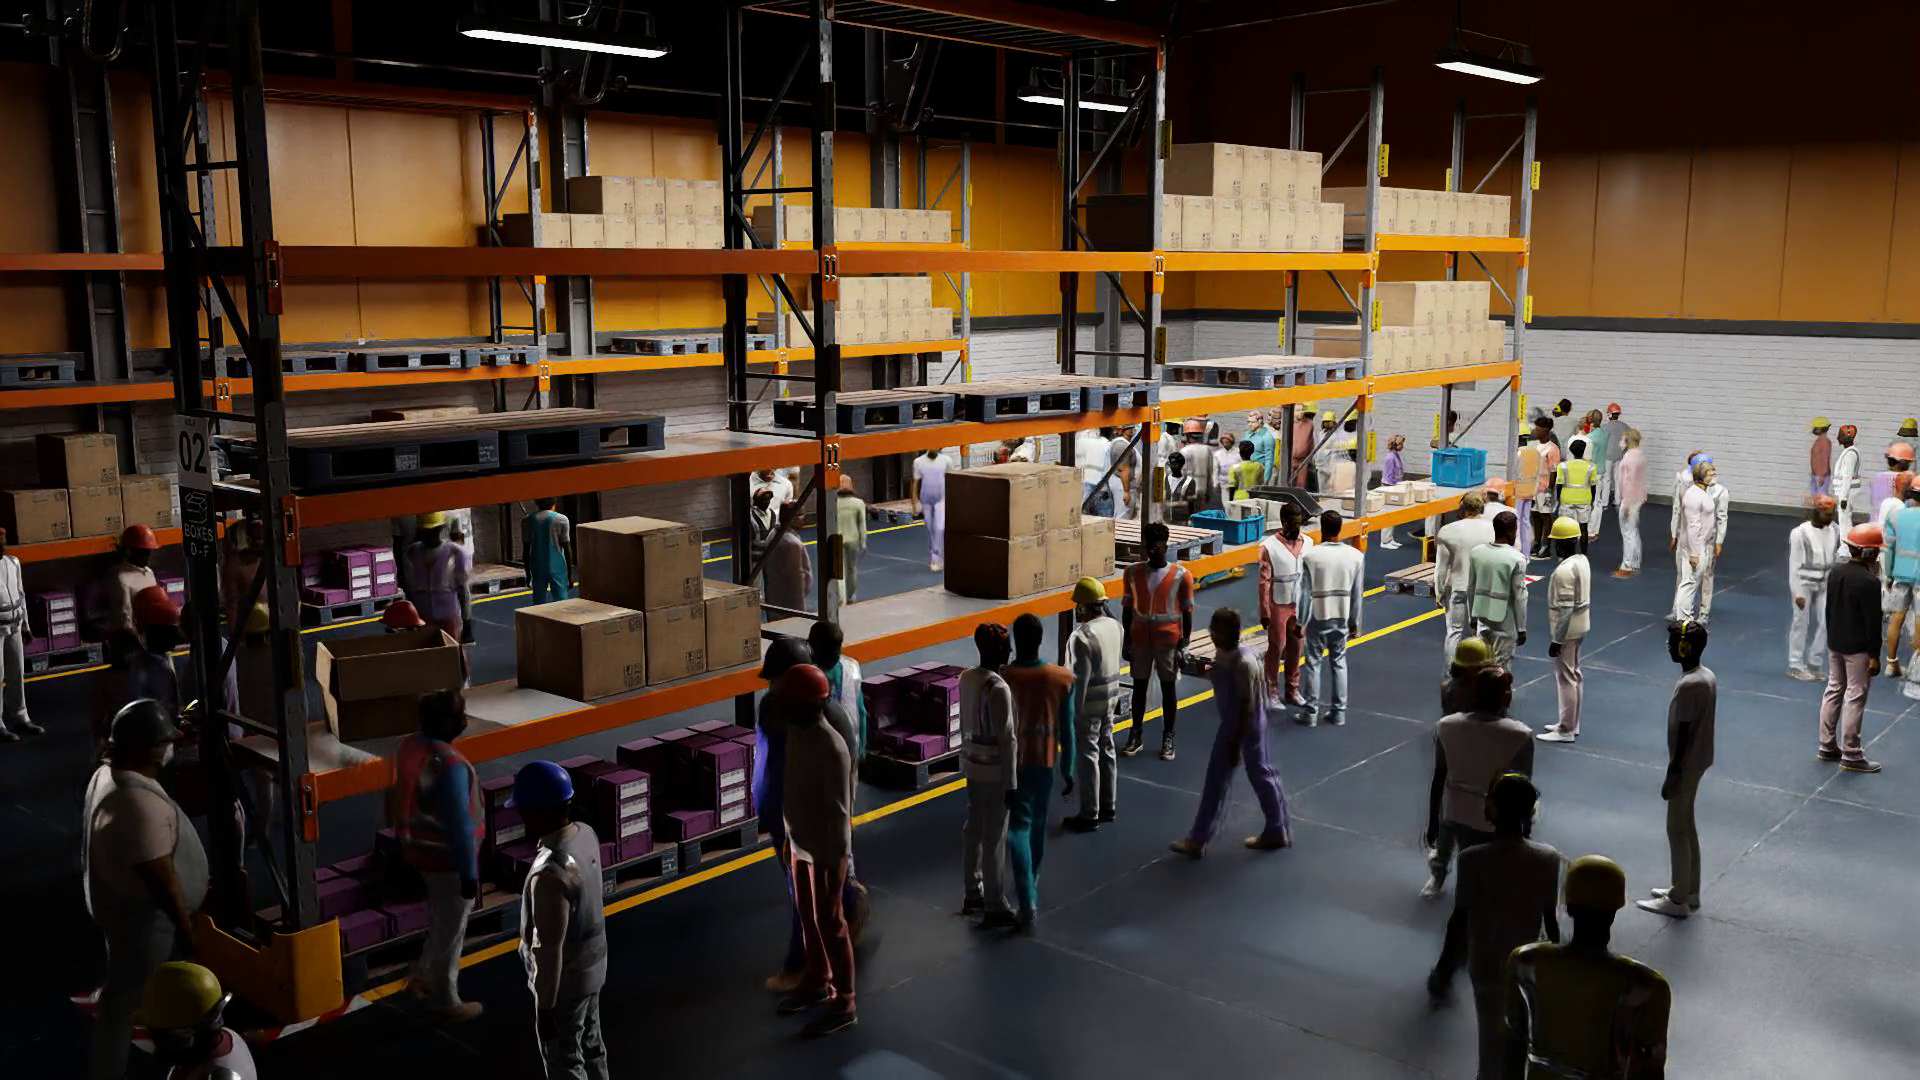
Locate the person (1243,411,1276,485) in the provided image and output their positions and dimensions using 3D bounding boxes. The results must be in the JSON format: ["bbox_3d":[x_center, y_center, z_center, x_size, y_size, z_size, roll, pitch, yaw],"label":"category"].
[{"bbox_3d":[4.309,-0.945,24.346,0.409,1.903,0.639,-5,11,-29],"label":"person"}]

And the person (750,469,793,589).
[{"bbox_3d":[-2.208,-0.061,19.085,0.646,1.900,0.400,-2,10,-13],"label":"person"}]

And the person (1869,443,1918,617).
[{"bbox_3d":[10.551,-0.090,18.859,0.432,2.030,0.623,-1,10,-7],"label":"person"}]

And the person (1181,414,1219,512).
[{"bbox_3d":[3.677,-1.193,25.451,0.612,2.031,0.403,5,11,29],"label":"person"}]

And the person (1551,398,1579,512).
[{"bbox_3d":[9.782,-1.366,27.000,0.503,1.861,0.328,1,10,8],"label":"person"}]

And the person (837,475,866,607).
[{"bbox_3d":[-1.363,0.028,19.469,0.515,1.575,0.899,-1,10,-7],"label":"person"}]

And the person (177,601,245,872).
[{"bbox_3d":[-4.812,1.321,10.704,0.373,1.940,0.628,-3,10,-19],"label":"person"}]

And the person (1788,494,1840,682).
[{"bbox_3d":[8.225,0.468,16.027,0.604,1.858,0.530,-3,10,-16],"label":"person"}]

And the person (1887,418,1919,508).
[{"bbox_3d":[14.151,-0.962,24.912,0.296,1.743,0.492,-7,12,-37],"label":"person"}]

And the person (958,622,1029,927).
[{"bbox_3d":[0.192,1.428,10.230,0.355,1.883,0.574,-5,11,-27],"label":"person"}]

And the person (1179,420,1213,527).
[{"bbox_3d":[3.127,-0.686,22.727,0.561,1.919,0.499,-6,11,-34],"label":"person"}]

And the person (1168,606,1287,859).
[{"bbox_3d":[1.859,1.308,11.287,1.001,1.765,0.514,-4,10,-22],"label":"person"}]

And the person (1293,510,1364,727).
[{"bbox_3d":[3.233,0.690,14.569,0.603,1.904,0.386,-2,10,-13],"label":"person"}]

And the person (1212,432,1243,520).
[{"bbox_3d":[3.918,-0.765,24.071,0.538,1.620,0.366,6,11,32],"label":"person"}]

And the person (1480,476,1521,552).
[{"bbox_3d":[5.805,0.171,18.179,0.577,1.733,0.647,8,12,40],"label":"person"}]

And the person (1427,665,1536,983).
[{"bbox_3d":[2.914,1.612,9.406,0.572,1.806,0.871,9,13,43],"label":"person"}]

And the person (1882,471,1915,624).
[{"bbox_3d":[10.542,0.080,18.712,0.354,1.737,0.575,5,11,29],"label":"person"}]

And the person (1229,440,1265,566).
[{"bbox_3d":[3.835,-0.495,22.297,0.530,1.689,0.321,-3,10,-16],"label":"person"}]

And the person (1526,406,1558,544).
[{"bbox_3d":[8.244,-0.957,24.000,0.541,2.000,0.701,-7,12,-37],"label":"person"}]

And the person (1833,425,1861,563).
[{"bbox_3d":[11.996,-0.626,22.530,0.351,1.878,0.568,5,11,29],"label":"person"}]

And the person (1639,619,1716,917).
[{"bbox_3d":[4.517,1.416,10.398,0.338,1.856,0.525,7,12,35],"label":"person"}]

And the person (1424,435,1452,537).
[{"bbox_3d":[6.704,-0.695,23.320,0.311,1.744,0.486,2,10,13],"label":"person"}]

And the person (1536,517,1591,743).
[{"bbox_3d":[5.122,0.761,14.088,0.384,1.924,0.589,6,11,34],"label":"person"}]

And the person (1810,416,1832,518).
[{"bbox_3d":[12.874,-0.978,24.950,0.326,1.766,0.532,2,10,11],"label":"person"}]

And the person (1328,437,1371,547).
[{"bbox_3d":[4.832,-0.354,20.987,0.601,1.863,0.960,8,13,40],"label":"person"}]

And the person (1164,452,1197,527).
[{"bbox_3d":[2.702,-0.265,20.894,0.535,1.697,0.318,5,11,27],"label":"person"}]

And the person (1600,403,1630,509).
[{"bbox_3d":[10.716,-1.379,27.370,0.573,1.750,0.330,-3,10,-17],"label":"person"}]

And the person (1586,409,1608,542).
[{"bbox_3d":[9.186,-0.937,24.187,0.372,1.940,0.631,7,12,35],"label":"person"}]

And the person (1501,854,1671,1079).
[{"bbox_3d":[2.290,2.099,6.147,0.583,1.917,0.404,7,12,37],"label":"person"}]

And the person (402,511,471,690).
[{"bbox_3d":[-4.699,0.617,15.012,0.591,1.907,0.744,0,10,0],"label":"person"}]

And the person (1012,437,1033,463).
[{"bbox_3d":[0.771,-0.550,21.711,0.392,1.991,0.612,-1,10,-6],"label":"person"}]

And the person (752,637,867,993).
[{"bbox_3d":[-0.825,1.470,9.506,0.855,2.000,0.694,-9,13,-44],"label":"person"}]

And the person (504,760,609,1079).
[{"bbox_3d":[-1.743,1.898,7.268,0.415,1.939,0.604,1,10,3],"label":"person"}]

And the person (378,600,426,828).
[{"bbox_3d":[-3.839,1.278,11.506,0.341,1.752,0.563,-6,11,-31],"label":"person"}]

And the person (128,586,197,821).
[{"bbox_3d":[-5.814,1.196,12.025,0.577,1.752,0.354,8,12,39],"label":"person"}]

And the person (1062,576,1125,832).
[{"bbox_3d":[0.933,1.168,11.933,0.403,1.830,0.598,7,12,35],"label":"person"}]

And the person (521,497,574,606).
[{"bbox_3d":[-4.165,0.342,16.844,0.504,1.840,0.345,0,10,3],"label":"person"}]

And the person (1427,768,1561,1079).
[{"bbox_3d":[2.429,1.937,7.361,0.520,1.837,0.911,-3,10,-20],"label":"person"}]

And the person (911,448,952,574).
[{"bbox_3d":[-0.355,-0.464,21.747,0.562,1.802,0.817,1,10,5],"label":"person"}]

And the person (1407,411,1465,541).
[{"bbox_3d":[6.967,-0.912,24.062,0.608,1.933,0.902,-9,13,-43],"label":"person"}]

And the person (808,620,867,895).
[{"bbox_3d":[-0.849,1.400,10.559,0.636,1.835,0.429,-8,12,-40],"label":"person"}]
